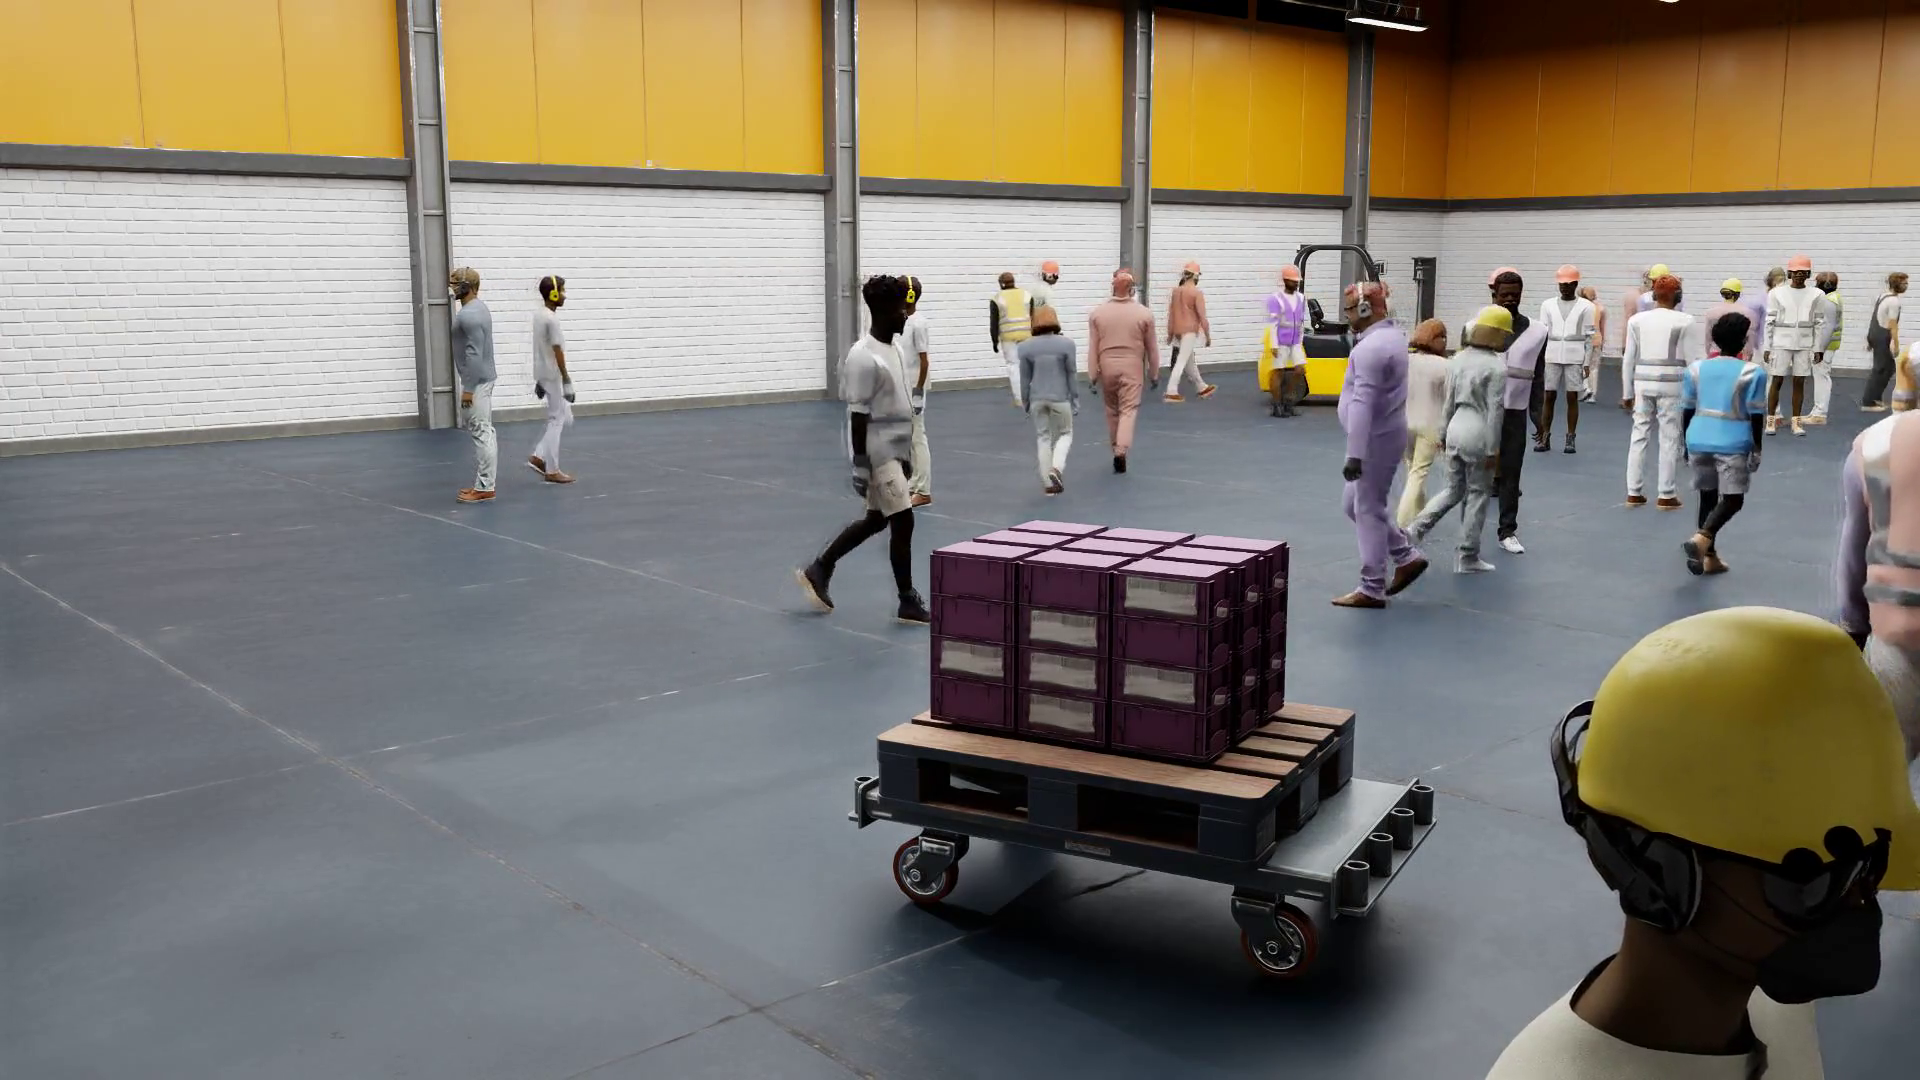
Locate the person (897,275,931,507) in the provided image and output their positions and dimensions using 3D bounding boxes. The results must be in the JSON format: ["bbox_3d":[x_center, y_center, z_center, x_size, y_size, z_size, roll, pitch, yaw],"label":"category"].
[{"bbox_3d":[-0.401,-1.196,13.442,0.334,1.873,0.517,-3,10,-15],"label":"person"}]

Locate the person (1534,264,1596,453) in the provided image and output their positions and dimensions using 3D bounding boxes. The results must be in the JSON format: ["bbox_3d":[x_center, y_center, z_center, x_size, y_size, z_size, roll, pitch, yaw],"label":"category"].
[{"bbox_3d":[6.217,-1.855,17.110,0.547,1.933,0.379,6,11,30],"label":"person"}]

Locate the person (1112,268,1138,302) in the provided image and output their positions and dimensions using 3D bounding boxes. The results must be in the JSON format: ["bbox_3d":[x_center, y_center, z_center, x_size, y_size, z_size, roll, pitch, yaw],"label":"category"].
[{"bbox_3d":[2.304,-2.935,23.663,0.455,1.856,0.650,-5,11,-28],"label":"person"}]

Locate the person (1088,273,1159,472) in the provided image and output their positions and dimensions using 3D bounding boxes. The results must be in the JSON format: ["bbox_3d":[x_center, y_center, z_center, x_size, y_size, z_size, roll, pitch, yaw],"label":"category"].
[{"bbox_3d":[1.540,-1.590,15.764,0.654,1.871,0.936,3,10,16],"label":"person"}]

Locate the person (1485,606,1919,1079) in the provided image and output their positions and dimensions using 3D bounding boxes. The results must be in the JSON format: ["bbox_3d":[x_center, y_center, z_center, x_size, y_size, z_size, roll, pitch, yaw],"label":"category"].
[{"bbox_3d":[0.571,0.917,1.375,0.328,1.767,0.532,9,13,43],"label":"person"}]

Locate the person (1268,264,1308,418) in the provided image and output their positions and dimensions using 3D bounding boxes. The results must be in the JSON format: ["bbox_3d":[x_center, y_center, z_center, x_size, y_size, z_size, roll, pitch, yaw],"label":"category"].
[{"bbox_3d":[4.106,-2.466,20.746,0.574,1.913,0.567,-5,11,-26],"label":"person"}]

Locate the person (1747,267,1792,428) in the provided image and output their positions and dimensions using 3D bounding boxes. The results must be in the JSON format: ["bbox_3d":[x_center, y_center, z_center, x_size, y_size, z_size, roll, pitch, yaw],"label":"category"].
[{"bbox_3d":[9.711,-2.313,19.942,0.641,1.900,0.996,-2,10,-14],"label":"person"}]

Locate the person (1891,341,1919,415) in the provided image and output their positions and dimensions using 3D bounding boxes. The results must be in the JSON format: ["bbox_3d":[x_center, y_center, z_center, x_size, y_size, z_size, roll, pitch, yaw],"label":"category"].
[{"bbox_3d":[5.113,-0.406,8.616,0.552,1.936,0.359,6,11,31],"label":"person"}]

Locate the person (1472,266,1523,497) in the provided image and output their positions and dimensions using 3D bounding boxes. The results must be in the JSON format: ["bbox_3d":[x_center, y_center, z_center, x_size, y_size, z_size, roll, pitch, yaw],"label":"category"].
[{"bbox_3d":[4.538,-1.330,14.032,0.359,1.936,0.544,-3,10,-19],"label":"person"}]

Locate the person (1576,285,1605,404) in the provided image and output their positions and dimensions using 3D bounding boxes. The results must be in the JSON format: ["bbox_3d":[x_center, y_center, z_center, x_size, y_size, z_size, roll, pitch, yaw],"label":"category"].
[{"bbox_3d":[8.587,-2.675,22.792,0.552,1.621,0.360,-2,10,-9],"label":"person"}]

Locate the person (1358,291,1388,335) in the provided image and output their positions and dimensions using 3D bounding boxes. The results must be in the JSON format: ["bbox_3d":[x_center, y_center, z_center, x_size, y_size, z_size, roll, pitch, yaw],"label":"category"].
[{"bbox_3d":[4.920,-2.163,19.833,0.440,1.624,0.517,-6,11,-31],"label":"person"}]

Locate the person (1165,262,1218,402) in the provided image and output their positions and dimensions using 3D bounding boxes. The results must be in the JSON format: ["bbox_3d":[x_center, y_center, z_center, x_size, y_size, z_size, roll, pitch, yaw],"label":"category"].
[{"bbox_3d":[3.257,-2.901,23.233,1.053,1.929,0.647,-6,11,-30],"label":"person"}]

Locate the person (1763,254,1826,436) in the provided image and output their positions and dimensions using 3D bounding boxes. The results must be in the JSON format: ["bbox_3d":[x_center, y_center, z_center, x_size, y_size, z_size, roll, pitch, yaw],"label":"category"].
[{"bbox_3d":[9.387,-2.188,18.743,0.608,2.044,0.371,3,10,15],"label":"person"}]

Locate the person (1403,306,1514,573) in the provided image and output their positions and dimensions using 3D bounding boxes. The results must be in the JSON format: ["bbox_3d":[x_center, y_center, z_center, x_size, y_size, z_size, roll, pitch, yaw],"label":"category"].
[{"bbox_3d":[3.166,-0.615,10.485,0.615,1.709,0.538,-4,11,-23],"label":"person"}]

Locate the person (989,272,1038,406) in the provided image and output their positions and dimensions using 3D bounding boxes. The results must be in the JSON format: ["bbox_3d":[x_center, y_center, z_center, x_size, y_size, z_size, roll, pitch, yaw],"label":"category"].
[{"bbox_3d":[0.718,-2.718,22.559,0.683,1.807,0.481,-3,10,-19],"label":"person"}]

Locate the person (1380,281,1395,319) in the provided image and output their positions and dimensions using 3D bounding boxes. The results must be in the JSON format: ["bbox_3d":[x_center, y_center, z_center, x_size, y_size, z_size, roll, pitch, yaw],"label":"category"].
[{"bbox_3d":[6.523,-3.198,25.851,0.498,1.634,0.281,-6,11,-30],"label":"person"}]

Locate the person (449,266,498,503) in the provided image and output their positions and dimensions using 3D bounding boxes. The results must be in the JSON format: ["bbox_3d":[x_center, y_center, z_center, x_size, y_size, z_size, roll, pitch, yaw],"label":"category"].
[{"bbox_3d":[-4.001,-1.272,13.686,0.370,1.940,0.627,-2,10,-10],"label":"person"}]

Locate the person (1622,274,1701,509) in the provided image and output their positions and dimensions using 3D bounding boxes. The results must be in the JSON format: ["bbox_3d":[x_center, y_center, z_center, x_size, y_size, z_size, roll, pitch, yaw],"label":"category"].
[{"bbox_3d":[5.622,-1.176,13.330,0.412,1.879,0.597,-9,13,-42],"label":"person"}]

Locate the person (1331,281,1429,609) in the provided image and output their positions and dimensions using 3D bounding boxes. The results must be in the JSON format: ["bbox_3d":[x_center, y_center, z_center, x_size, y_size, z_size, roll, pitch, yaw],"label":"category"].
[{"bbox_3d":[2.412,-0.543,9.588,0.483,1.881,0.715,4,10,20],"label":"person"}]

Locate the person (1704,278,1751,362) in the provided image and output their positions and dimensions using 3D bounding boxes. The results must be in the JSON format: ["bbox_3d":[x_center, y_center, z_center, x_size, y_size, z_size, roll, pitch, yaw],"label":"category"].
[{"bbox_3d":[8.950,-2.164,19.413,0.308,1.769,0.525,-8,13,-41],"label":"person"}]

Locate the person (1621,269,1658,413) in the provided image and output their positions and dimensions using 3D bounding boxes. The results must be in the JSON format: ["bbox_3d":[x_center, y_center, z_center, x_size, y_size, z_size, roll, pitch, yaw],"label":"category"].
[{"bbox_3d":[8.938,-2.563,21.491,0.653,1.850,1.020,-5,11,-27],"label":"person"}]

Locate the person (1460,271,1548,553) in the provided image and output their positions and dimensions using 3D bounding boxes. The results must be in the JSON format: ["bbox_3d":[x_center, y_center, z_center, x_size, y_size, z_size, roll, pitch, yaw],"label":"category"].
[{"bbox_3d":[3.696,-0.869,11.381,0.587,1.920,0.391,1,10,5],"label":"person"}]

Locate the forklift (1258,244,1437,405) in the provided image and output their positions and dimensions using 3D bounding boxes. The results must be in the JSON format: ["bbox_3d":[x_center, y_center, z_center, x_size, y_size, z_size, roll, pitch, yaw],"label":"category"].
[{"bbox_3d":[5.256,-2.933,22.661,2.313,2.155,1.214,3,10,16],"label":"forklift"}]

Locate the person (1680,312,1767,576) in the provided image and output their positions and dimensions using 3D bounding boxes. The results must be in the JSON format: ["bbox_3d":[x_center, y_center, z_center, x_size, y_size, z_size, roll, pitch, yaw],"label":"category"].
[{"bbox_3d":[4.699,-0.578,10.363,0.636,1.680,0.534,-8,12,-38],"label":"person"}]

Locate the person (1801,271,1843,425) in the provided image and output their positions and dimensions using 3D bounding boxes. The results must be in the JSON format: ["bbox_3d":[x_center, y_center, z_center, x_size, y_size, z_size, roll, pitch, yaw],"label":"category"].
[{"bbox_3d":[10.382,-2.311,20.056,0.429,1.844,0.627,5,11,26],"label":"person"}]

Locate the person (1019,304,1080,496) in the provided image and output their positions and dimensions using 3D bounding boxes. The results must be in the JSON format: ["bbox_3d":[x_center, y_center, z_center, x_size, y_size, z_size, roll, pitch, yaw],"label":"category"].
[{"bbox_3d":[0.744,-1.164,13.966,0.525,1.615,0.394,2,10,14],"label":"person"}]

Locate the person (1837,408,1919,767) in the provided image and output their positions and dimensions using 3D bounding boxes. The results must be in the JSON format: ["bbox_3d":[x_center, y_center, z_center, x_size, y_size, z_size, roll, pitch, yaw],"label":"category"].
[{"bbox_3d":[2.915,0.280,4.948,0.616,1.824,0.631,-8,12,-38],"label":"person"}]

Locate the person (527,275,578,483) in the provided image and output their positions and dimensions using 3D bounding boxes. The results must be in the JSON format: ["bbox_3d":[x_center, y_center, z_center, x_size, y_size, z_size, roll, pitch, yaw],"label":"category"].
[{"bbox_3d":[-3.586,-1.414,14.759,0.379,1.855,0.525,-5,11,-25],"label":"person"}]

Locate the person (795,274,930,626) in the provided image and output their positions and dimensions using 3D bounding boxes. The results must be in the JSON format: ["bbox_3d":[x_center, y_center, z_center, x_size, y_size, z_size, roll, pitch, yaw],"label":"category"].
[{"bbox_3d":[-0.500,-0.499,9.193,0.895,1.937,0.611,3,10,15],"label":"person"}]

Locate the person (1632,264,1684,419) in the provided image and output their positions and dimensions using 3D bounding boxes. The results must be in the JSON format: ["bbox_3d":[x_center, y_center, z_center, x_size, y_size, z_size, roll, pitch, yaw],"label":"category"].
[{"bbox_3d":[8.603,-2.439,20.544,0.587,1.929,0.360,-1,10,-7],"label":"person"}]

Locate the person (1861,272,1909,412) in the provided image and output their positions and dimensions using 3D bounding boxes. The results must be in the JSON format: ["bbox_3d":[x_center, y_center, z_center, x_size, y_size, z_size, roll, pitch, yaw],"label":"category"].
[{"bbox_3d":[11.955,-2.539,21.462,0.516,1.819,0.557,2,10,14],"label":"person"}]

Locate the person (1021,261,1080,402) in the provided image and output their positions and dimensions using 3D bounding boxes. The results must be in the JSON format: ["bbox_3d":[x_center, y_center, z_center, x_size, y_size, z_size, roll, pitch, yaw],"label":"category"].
[{"bbox_3d":[1.243,-2.866,22.992,1.008,1.938,0.611,-1,10,-6],"label":"person"}]

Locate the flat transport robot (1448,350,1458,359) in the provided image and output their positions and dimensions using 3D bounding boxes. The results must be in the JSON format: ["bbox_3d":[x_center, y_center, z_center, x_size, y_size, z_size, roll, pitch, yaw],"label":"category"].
[{"bbox_3d":[10.206,-3.578,32.060,1.431,0.197,0.652,5,11,25],"label":"flat transport robot"}]

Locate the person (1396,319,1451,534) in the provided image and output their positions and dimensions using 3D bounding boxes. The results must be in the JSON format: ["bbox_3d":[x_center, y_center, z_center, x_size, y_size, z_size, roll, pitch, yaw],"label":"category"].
[{"bbox_3d":[3.317,-0.793,11.926,0.509,1.575,0.871,8,13,39],"label":"person"}]

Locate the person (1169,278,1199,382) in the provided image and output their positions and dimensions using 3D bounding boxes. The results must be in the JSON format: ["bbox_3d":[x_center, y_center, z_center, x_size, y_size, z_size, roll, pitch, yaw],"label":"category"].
[{"bbox_3d":[3.624,-3.399,26.874,0.529,1.690,0.321,4,10,21],"label":"person"}]
